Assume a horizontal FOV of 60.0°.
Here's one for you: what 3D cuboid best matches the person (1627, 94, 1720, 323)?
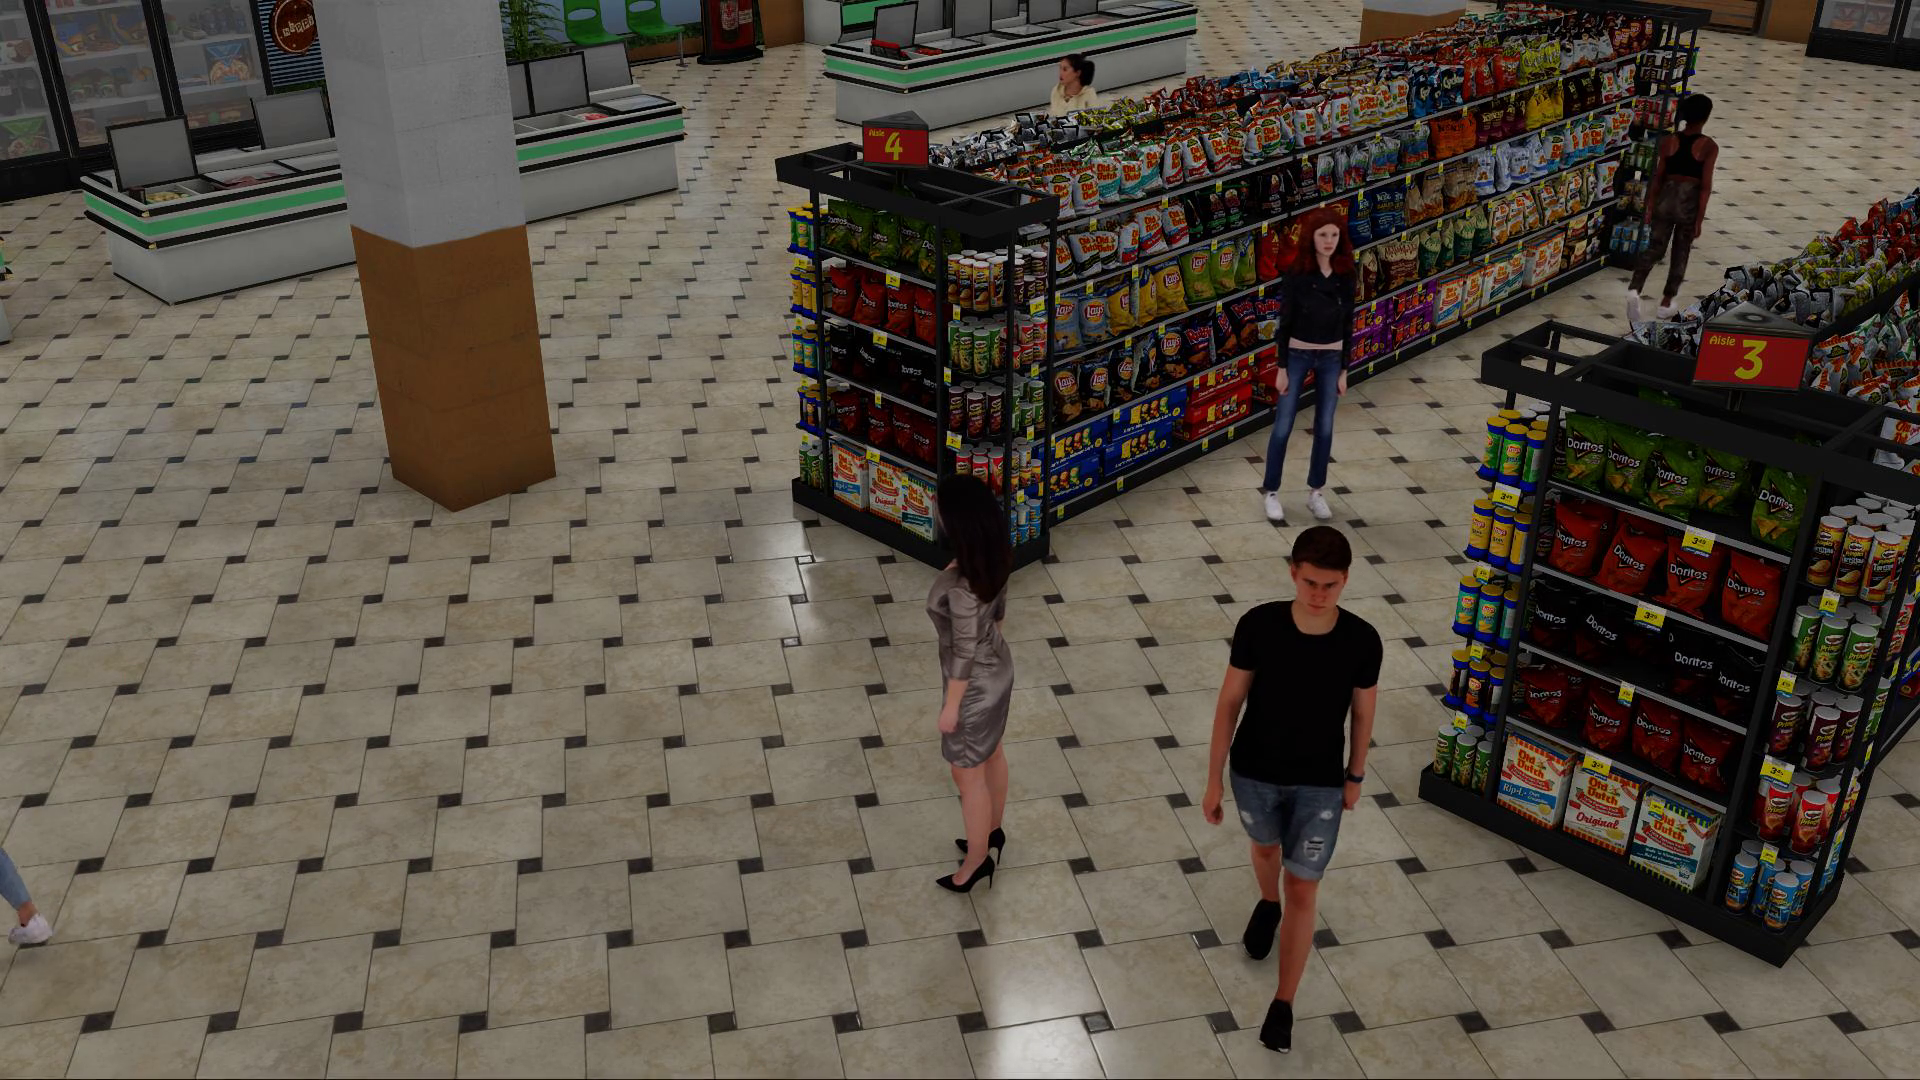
[{"bbox_3d":[5.147,-2.353,12.027,0.627,1.680,1.061,21,34,35],"label":"person"}]

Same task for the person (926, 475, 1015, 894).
[{"bbox_3d":[0.057,0.551,6.232,0.724,1.742,0.589,9,28,18],"label":"person"}]

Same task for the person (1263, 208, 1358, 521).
[{"bbox_3d":[1.931,-0.951,9.146,0.633,1.785,0.699,-1,27,-2],"label":"person"}]

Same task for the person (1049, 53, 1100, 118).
[{"bbox_3d":[0.932,-3.205,13.762,0.653,1.630,0.573,20,33,34],"label":"person"}]

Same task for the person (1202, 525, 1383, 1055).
[{"bbox_3d":[1.138,0.762,5.749,0.991,1.803,1.240,9,28,17],"label":"person"}]
